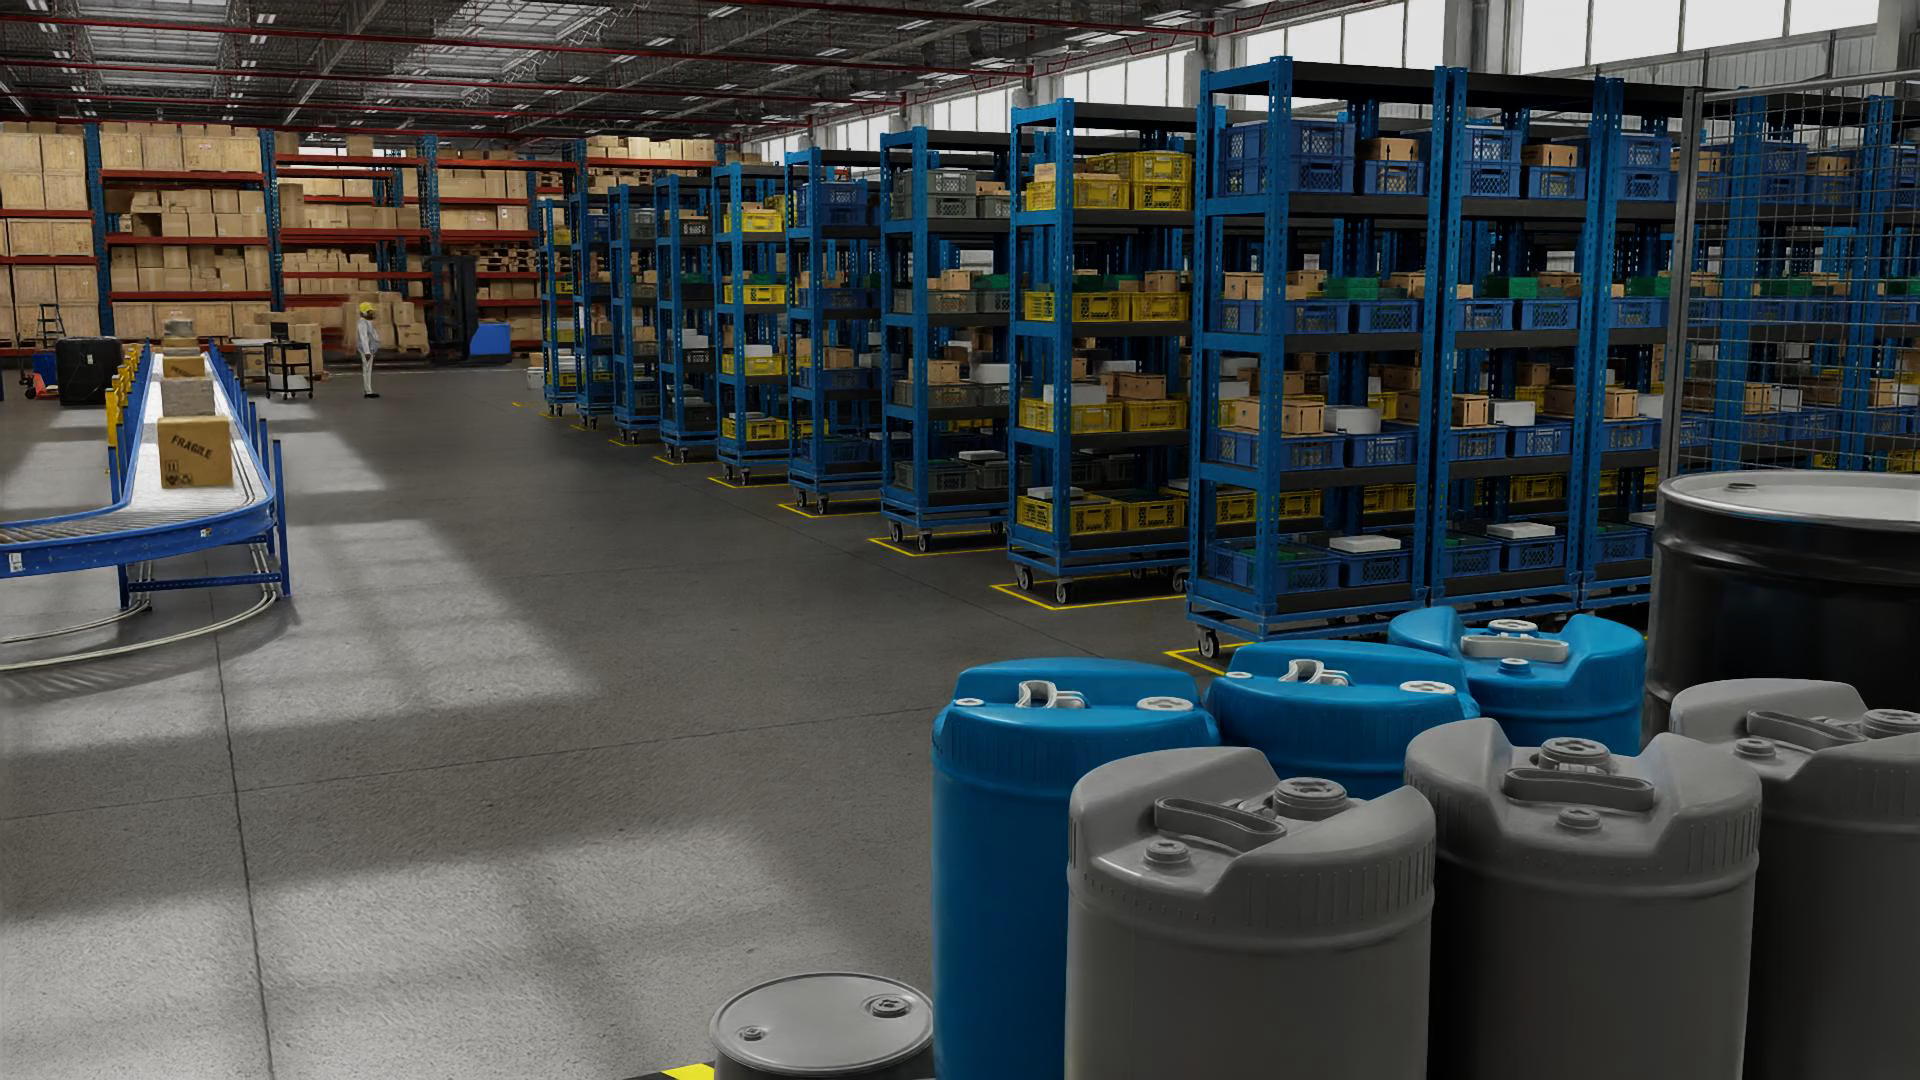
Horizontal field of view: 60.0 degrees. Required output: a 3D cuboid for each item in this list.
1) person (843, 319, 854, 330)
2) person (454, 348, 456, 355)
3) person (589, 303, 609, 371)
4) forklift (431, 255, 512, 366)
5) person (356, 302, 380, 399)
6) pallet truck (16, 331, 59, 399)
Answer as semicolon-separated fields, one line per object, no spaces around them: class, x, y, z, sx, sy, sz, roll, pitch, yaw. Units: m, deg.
person;-2.702;-4.632;37.870;0.650;1.908;0.402;-8;12;-40
person;-14.566;-6.336;48.507;0.857;1.881;0.651;-4;10;-24
person;-7.265;-3.816;33.143;0.573;1.789;0.979;3;10;19
forklift;-12.533;-5.871;42.511;1.873;2.768;1.129;-4;10;-25
person;-11.284;-3.611;31.718;0.404;1.837;0.589;-3;10;-17
pallet truck;-17.082;-3.353;31.781;1.630;1.274;0.653;-4;10;-25
